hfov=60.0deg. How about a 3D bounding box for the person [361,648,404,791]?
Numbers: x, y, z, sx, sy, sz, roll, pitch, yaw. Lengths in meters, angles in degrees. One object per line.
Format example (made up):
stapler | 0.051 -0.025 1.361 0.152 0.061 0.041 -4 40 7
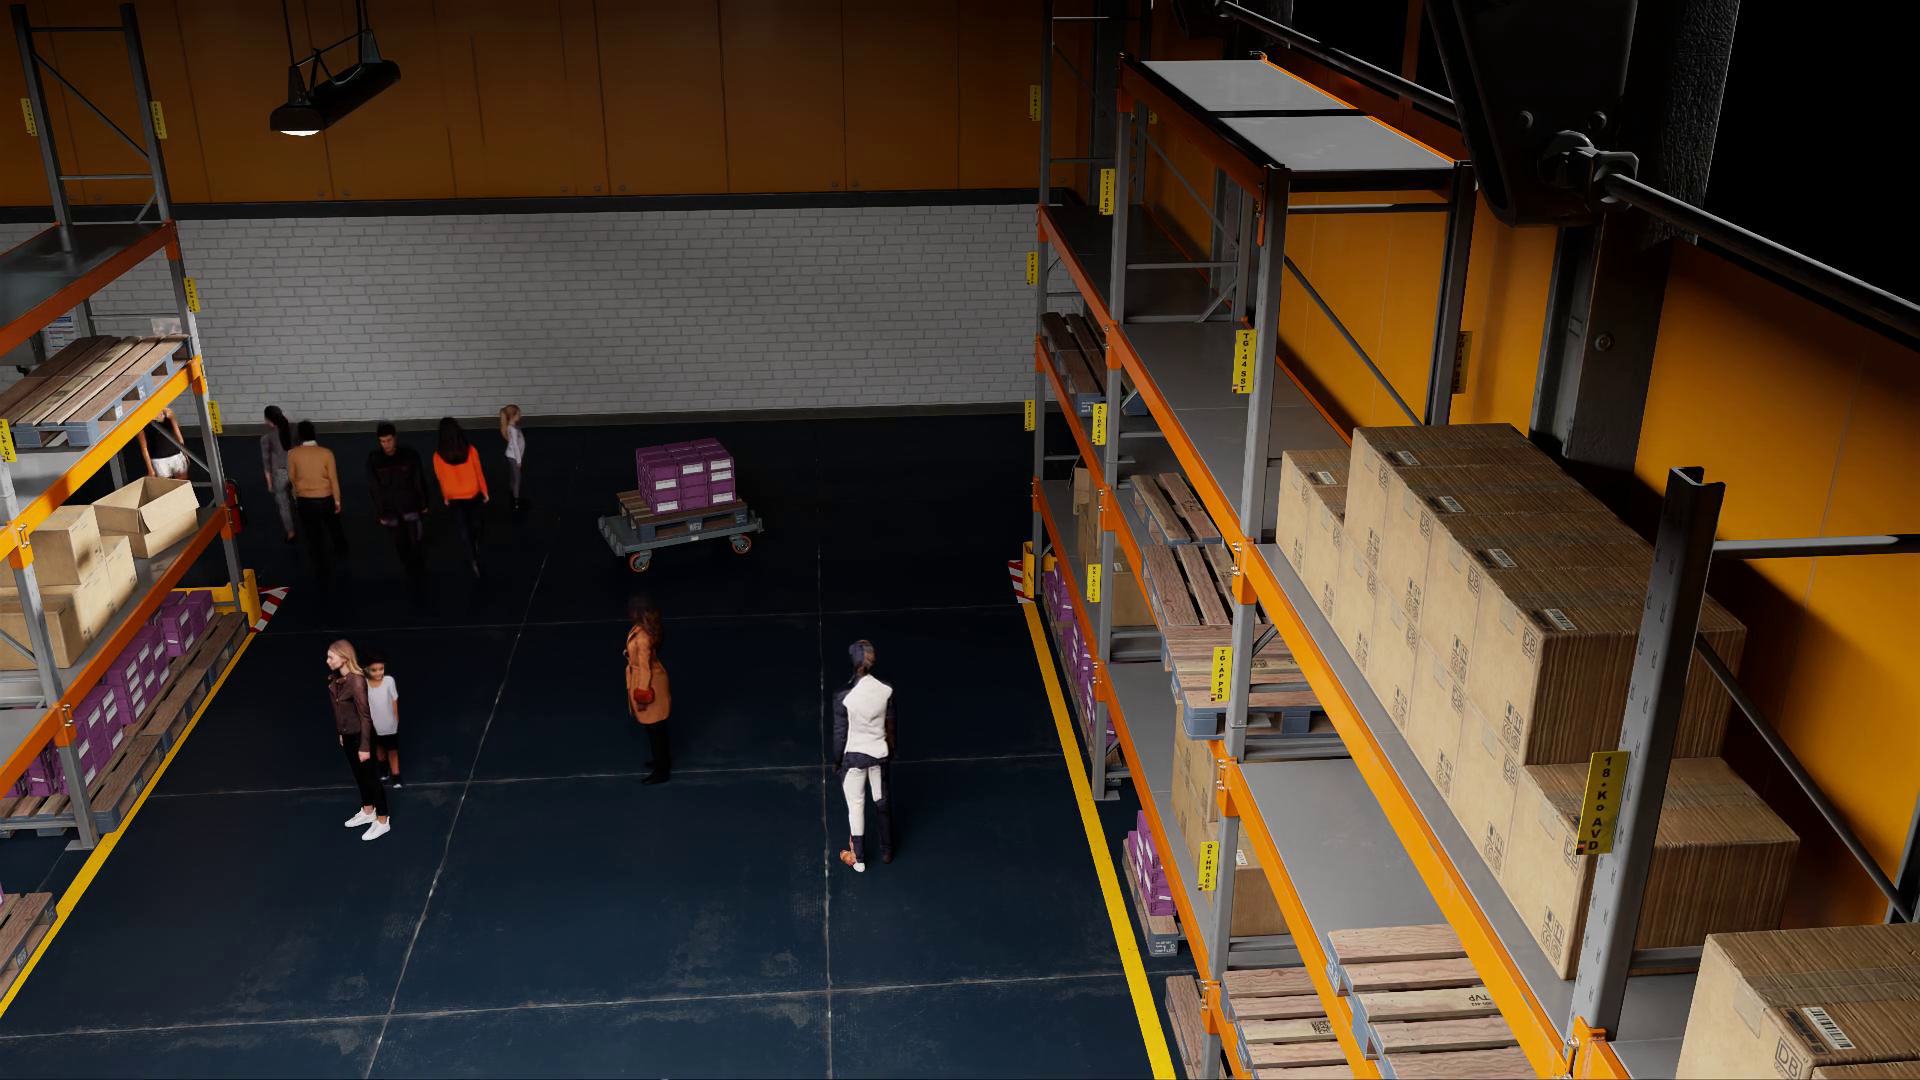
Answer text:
person | -4.860 1.458 13.889 0.623 1.229 0.880 -7 25 -16

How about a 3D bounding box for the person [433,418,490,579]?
person | -5.226 -0.406 17.556 0.880 1.709 1.120 -8 25 -18

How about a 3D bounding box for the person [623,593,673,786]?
person | -2.575 1.221 13.815 0.749 1.725 0.536 0 24 -1

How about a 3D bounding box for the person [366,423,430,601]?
person | -5.775 -0.375 17.245 0.760 1.900 1.060 -5 24 -10

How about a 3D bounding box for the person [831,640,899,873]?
person | -0.725 1.638 12.653 0.766 1.890 0.717 -10 26 -23

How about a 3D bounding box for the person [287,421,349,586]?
person | -6.766 -0.351 17.440 0.826 1.701 1.222 -7 24 -15

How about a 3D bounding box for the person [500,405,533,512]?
person | -5.204 -0.971 19.389 0.596 1.275 0.497 -10 26 -22

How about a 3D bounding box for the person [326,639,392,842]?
person | -4.739 1.549 13.100 0.732 1.696 0.649 -22 32 -40

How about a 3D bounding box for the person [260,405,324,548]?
person | -7.313 -0.645 18.169 1.032 1.656 0.967 18 30 36
